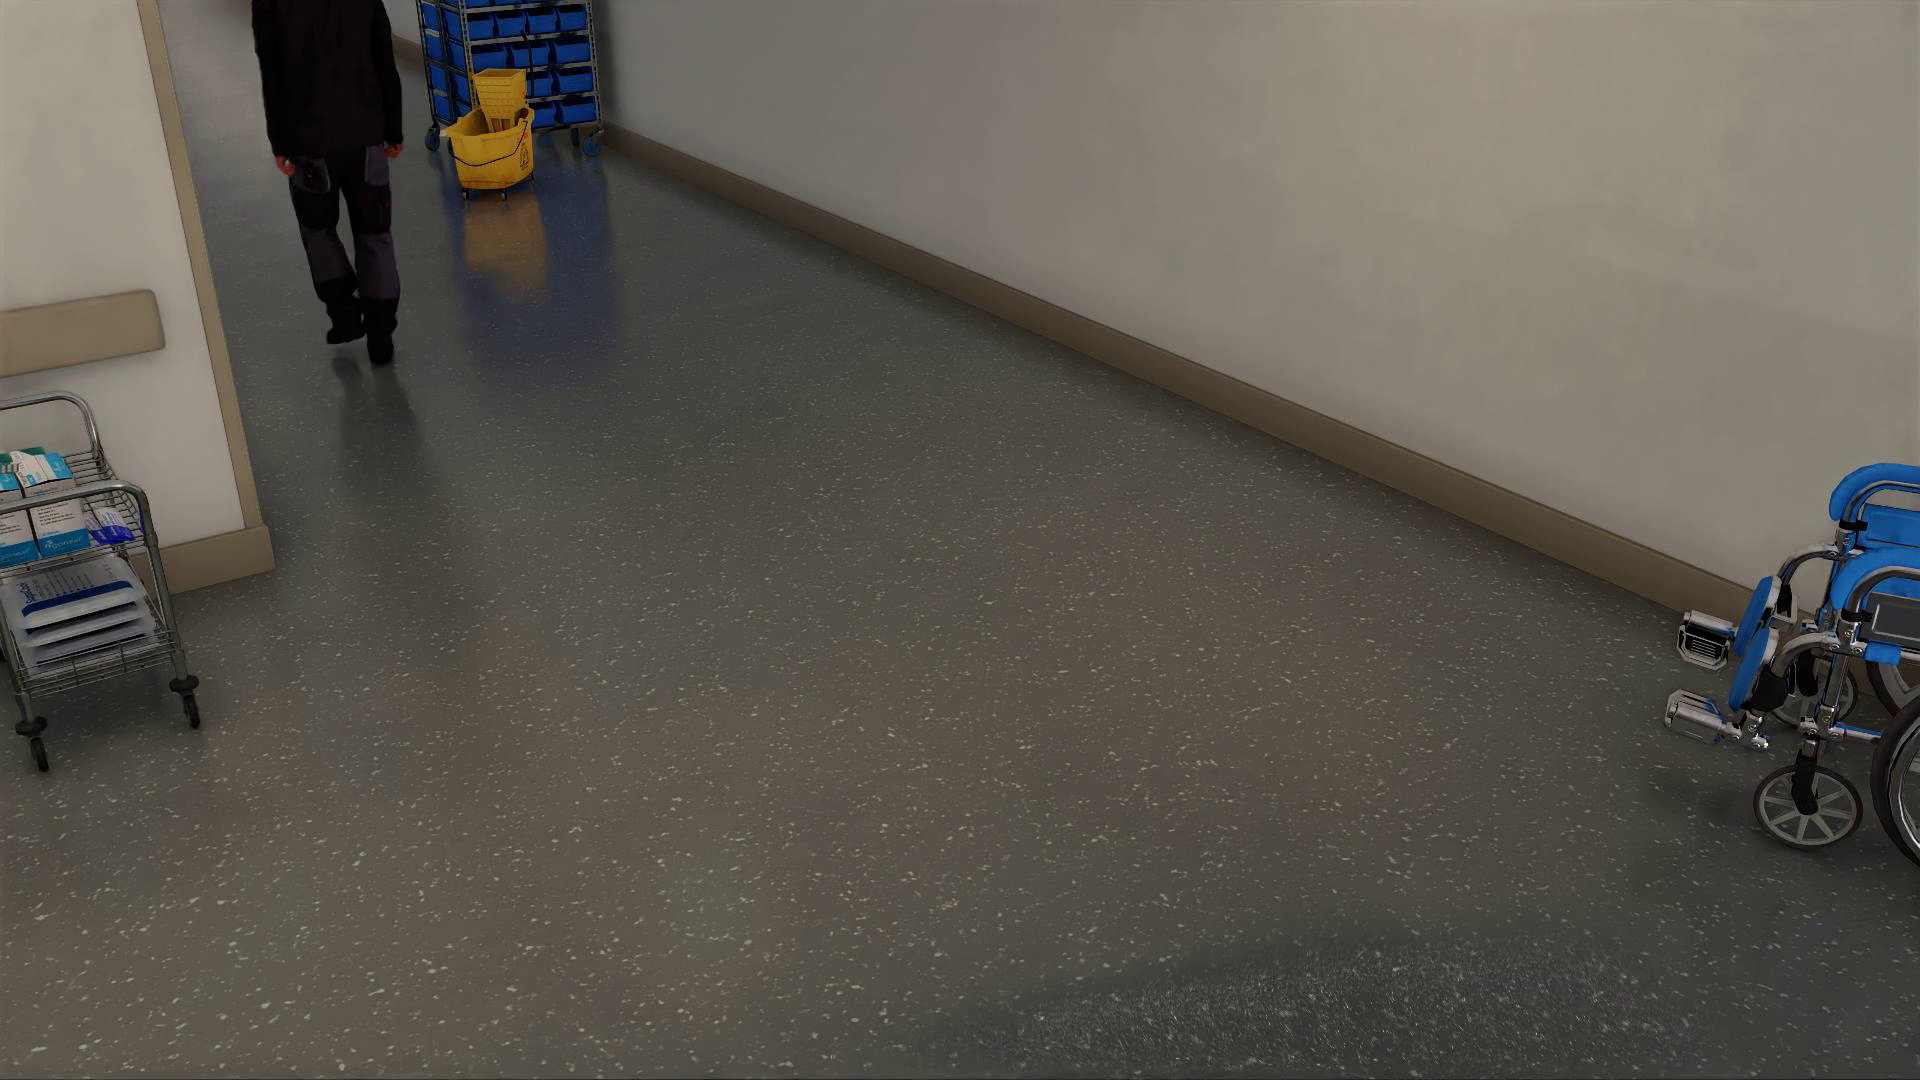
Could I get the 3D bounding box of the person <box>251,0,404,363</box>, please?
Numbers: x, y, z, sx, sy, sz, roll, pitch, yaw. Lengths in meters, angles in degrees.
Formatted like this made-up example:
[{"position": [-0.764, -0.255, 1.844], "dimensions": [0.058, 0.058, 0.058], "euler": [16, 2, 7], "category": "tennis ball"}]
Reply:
[{"position": [-2.609, -1.681, 6.996], "dimensions": [0.667, 1.934, 0.822], "euler": [-13, 28, -24], "category": "person"}]
